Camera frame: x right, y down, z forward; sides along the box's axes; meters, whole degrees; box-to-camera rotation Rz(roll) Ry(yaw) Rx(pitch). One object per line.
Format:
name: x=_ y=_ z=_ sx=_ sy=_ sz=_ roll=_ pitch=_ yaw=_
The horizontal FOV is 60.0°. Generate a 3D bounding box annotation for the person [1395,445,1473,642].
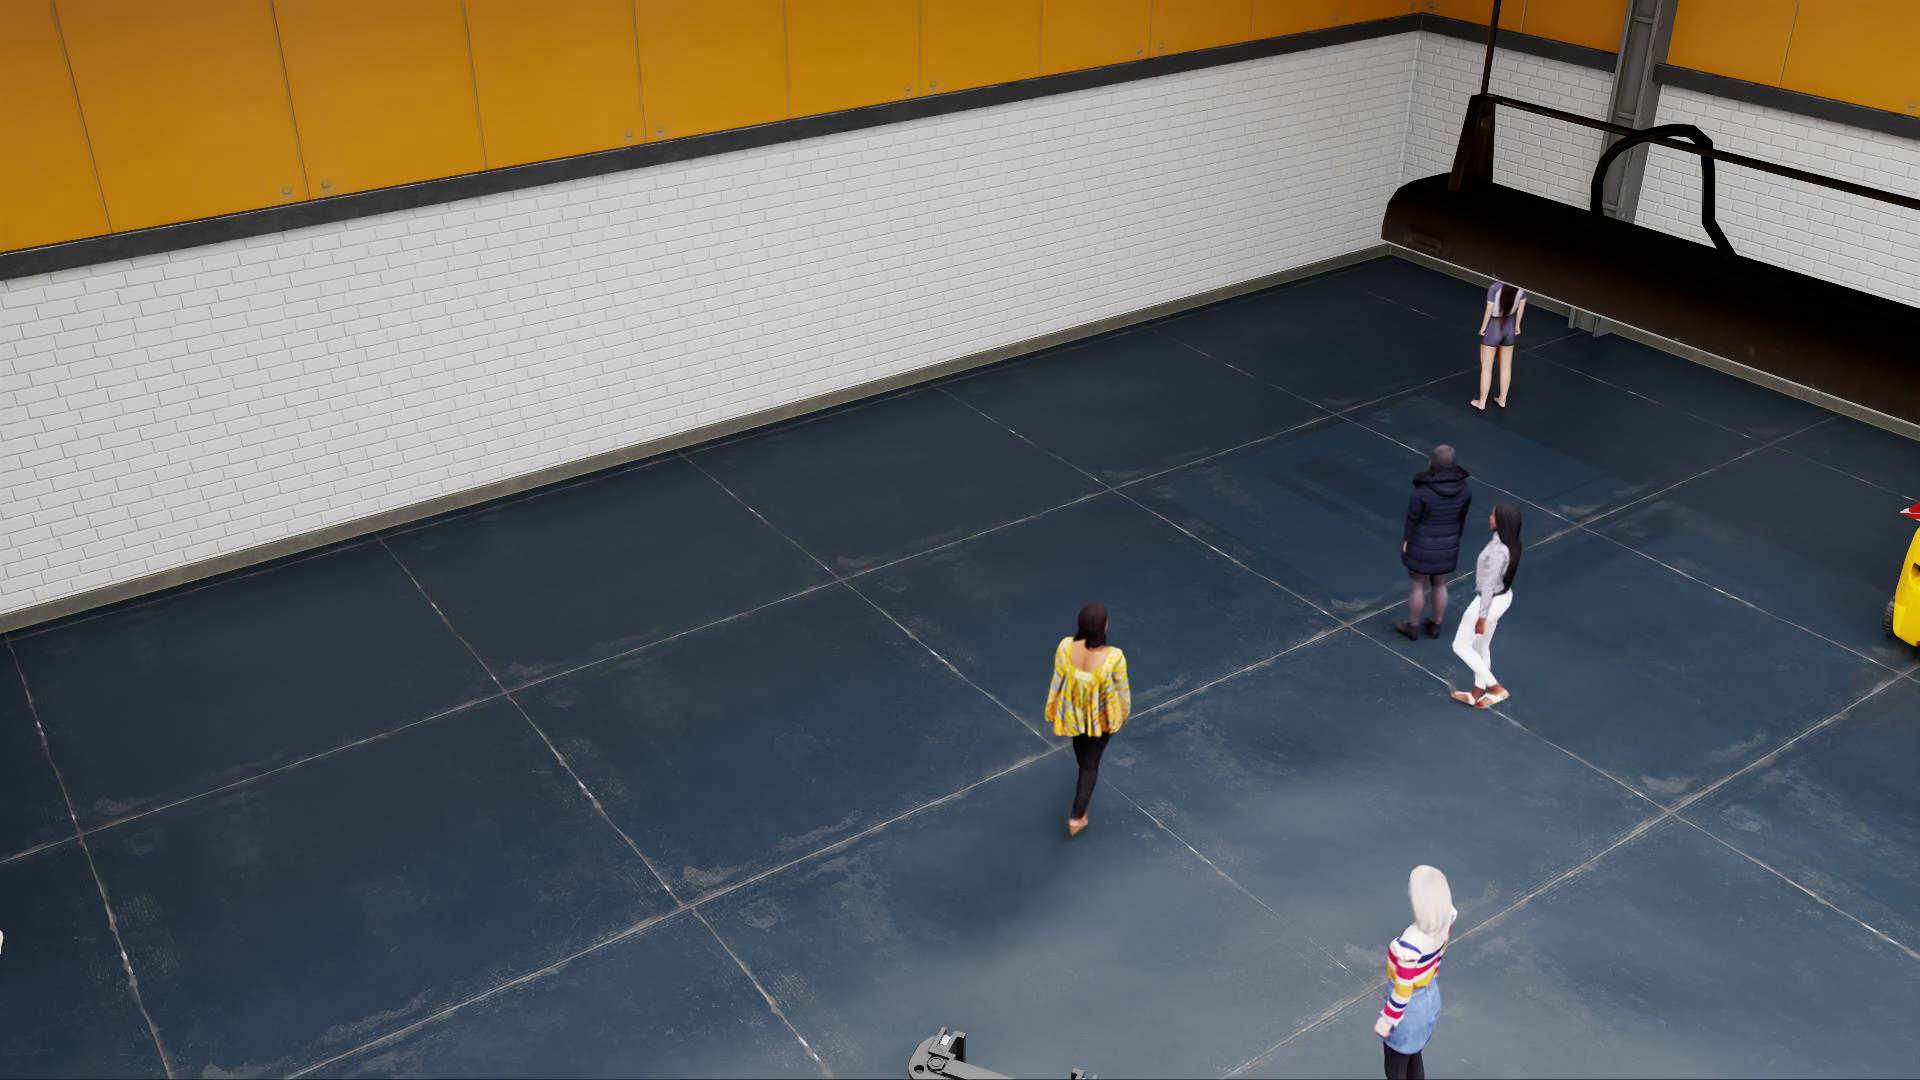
person: x=3.718 y=0.018 z=13.070 sx=0.764 sy=1.673 sz=0.777 roll=-6 pitch=29 yaw=-10

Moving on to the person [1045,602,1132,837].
person: x=0.818 y=1.209 z=10.955 sx=1.120 sy=1.609 sz=1.081 roll=13 pitch=31 yaw=22

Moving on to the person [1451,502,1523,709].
person: x=3.929 y=0.526 z=12.097 sx=0.792 sy=1.713 sz=0.741 roll=17 pitch=33 yaw=28

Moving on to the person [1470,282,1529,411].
person: x=5.535 y=-2.130 z=17.033 sx=0.664 sy=1.650 sz=0.642 roll=-6 pitch=29 yaw=-11

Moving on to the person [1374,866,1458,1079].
person: x=2.331 y=2.399 z=8.562 sx=0.610 sy=1.809 sz=0.703 roll=23 pitch=36 yaw=35
